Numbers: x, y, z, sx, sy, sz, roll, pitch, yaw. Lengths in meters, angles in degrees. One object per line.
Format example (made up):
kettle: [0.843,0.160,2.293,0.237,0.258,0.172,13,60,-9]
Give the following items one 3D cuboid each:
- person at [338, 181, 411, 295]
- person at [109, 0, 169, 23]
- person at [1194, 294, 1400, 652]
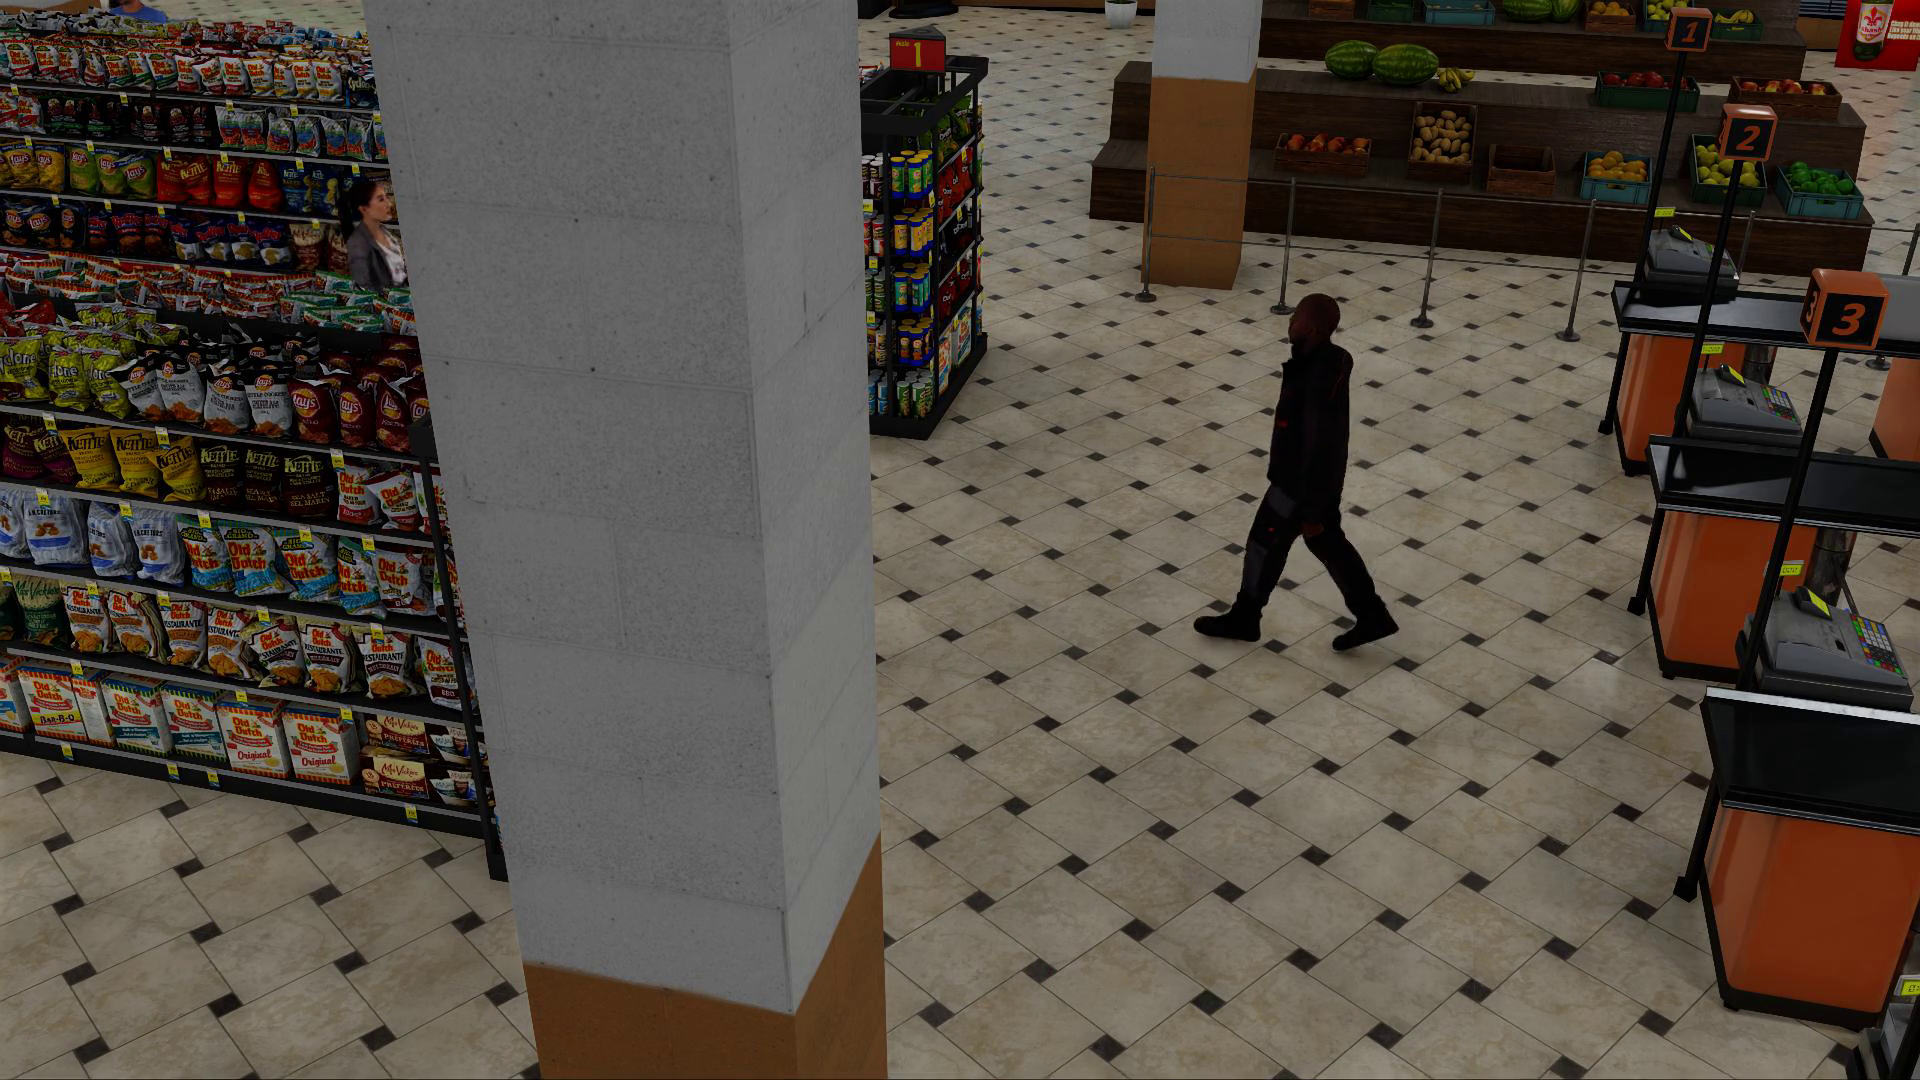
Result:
person: [-3.417,-1.265,9.687,0.729,1.669,0.691,2,29,3]
person: [-7.060,-3.999,14.494,0.656,1.863,0.798,-4,29,-7]
person: [1.717,-0.259,7.704,1.210,1.805,0.763,10,30,17]
